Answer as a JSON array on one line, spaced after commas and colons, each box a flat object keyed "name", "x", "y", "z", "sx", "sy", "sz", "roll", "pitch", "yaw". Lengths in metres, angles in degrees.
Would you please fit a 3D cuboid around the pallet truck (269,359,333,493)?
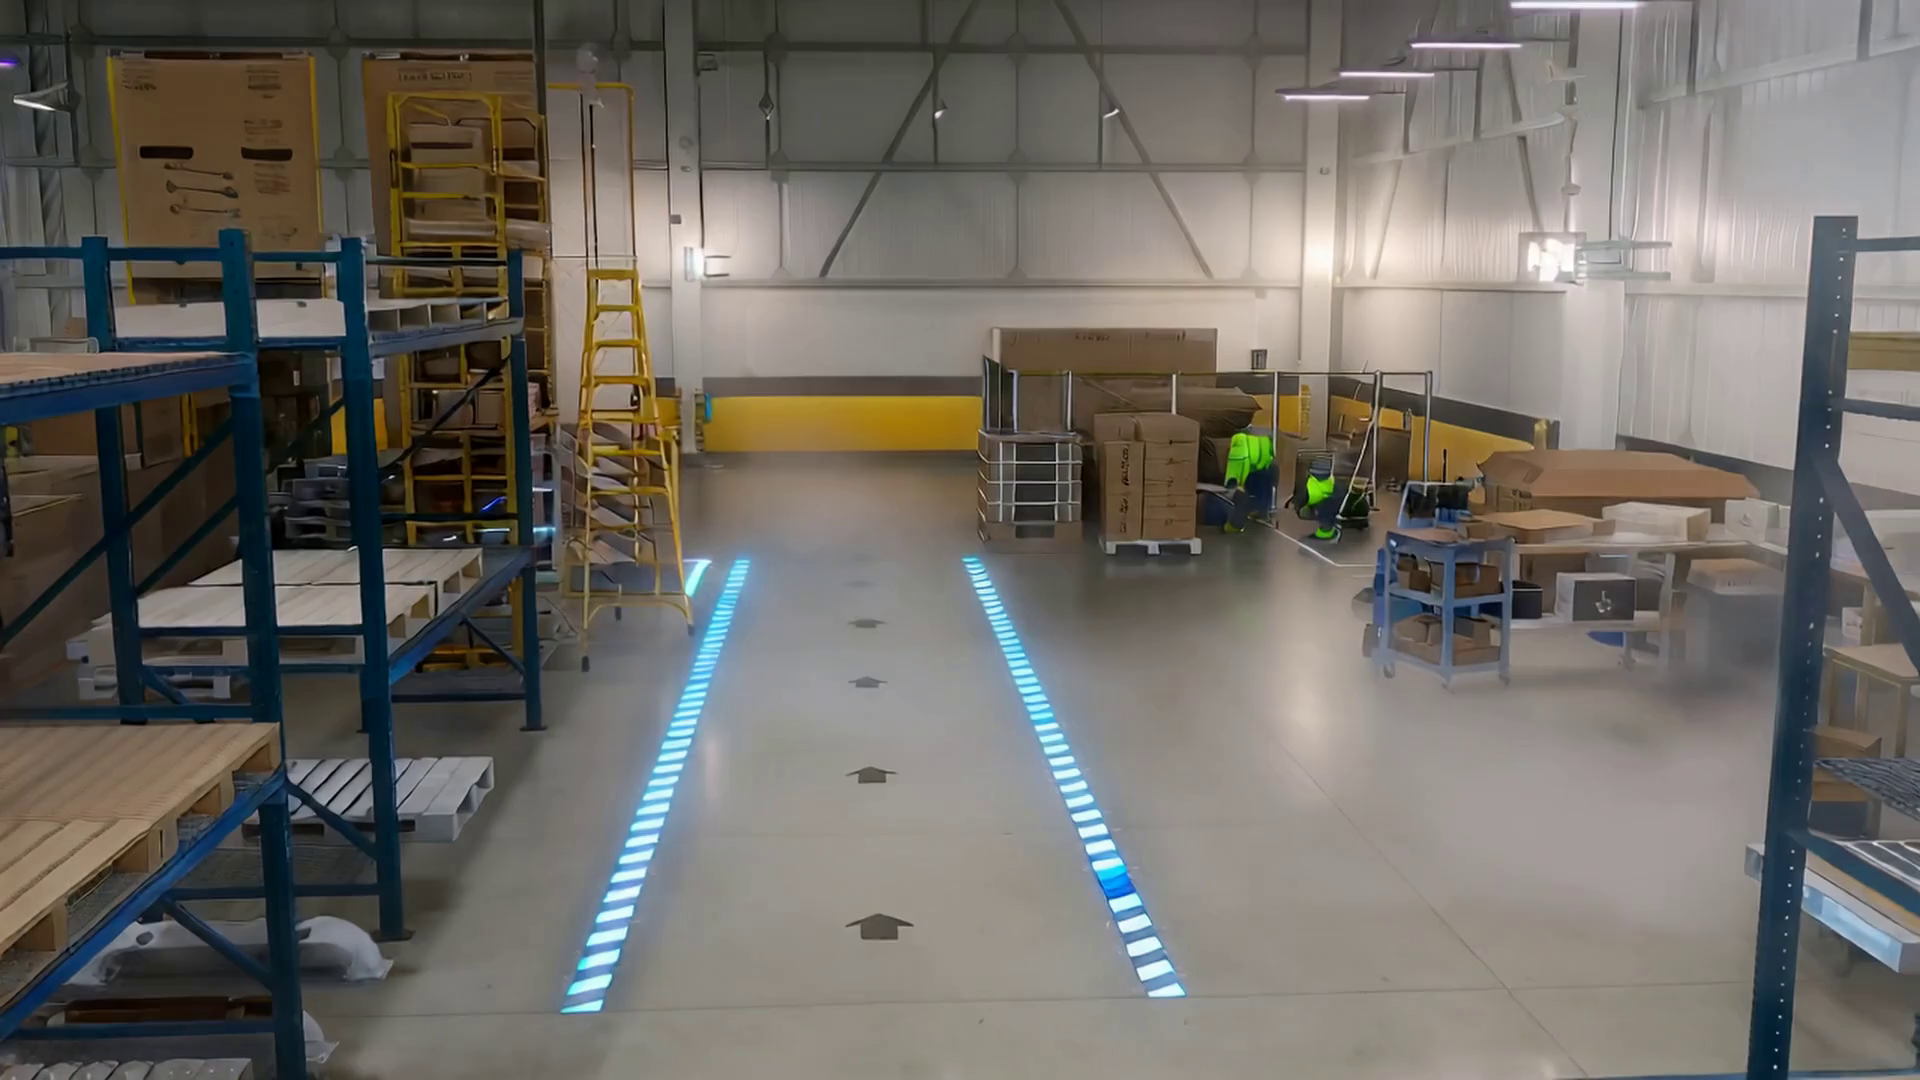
[{"name": "pallet truck", "x": -7.062, "y": -1.131, "z": 18.996, "sx": 1.885, "sy": 1.965, "sz": 0.823, "roll": 2, "pitch": 9, "yaw": 13}]

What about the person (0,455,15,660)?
[{"name": "person", "x": -7.353, "y": -0.019, "z": 12.361, "sx": 0.573, "sy": 1.887, "sz": 0.355, "roll": -8, "pitch": 12, "yaw": -43}]
